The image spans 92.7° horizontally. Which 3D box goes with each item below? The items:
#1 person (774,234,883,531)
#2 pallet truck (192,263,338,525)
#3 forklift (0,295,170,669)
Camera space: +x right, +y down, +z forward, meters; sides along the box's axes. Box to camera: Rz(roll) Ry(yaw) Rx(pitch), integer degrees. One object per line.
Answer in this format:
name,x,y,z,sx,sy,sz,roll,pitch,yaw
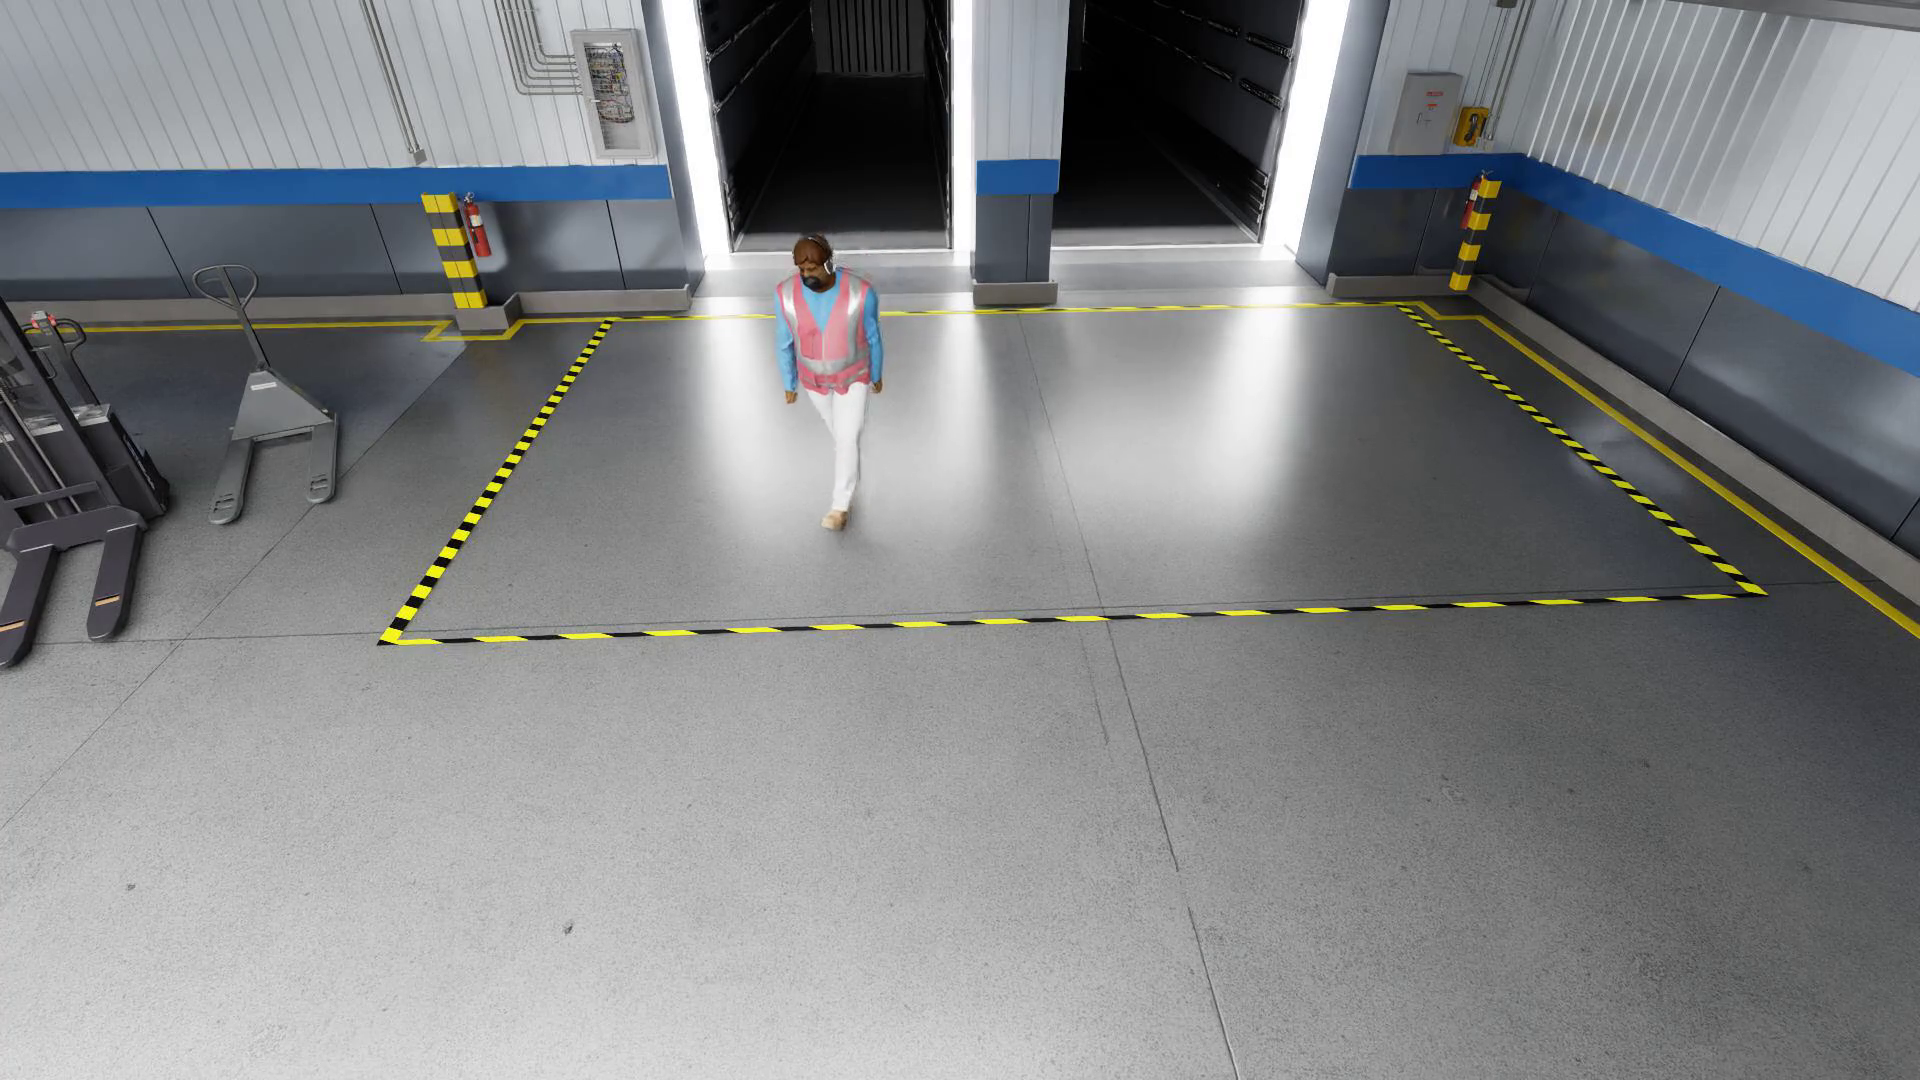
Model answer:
person,-0.794,-0.984,5.596,0.630,1.771,1.020,5,35,7
pallet truck,-4.778,-1.027,6.128,0.680,1.201,1.601,-17,38,-23
forklift,-5.212,-0.618,4.878,0.823,1.965,1.885,-20,39,-26
